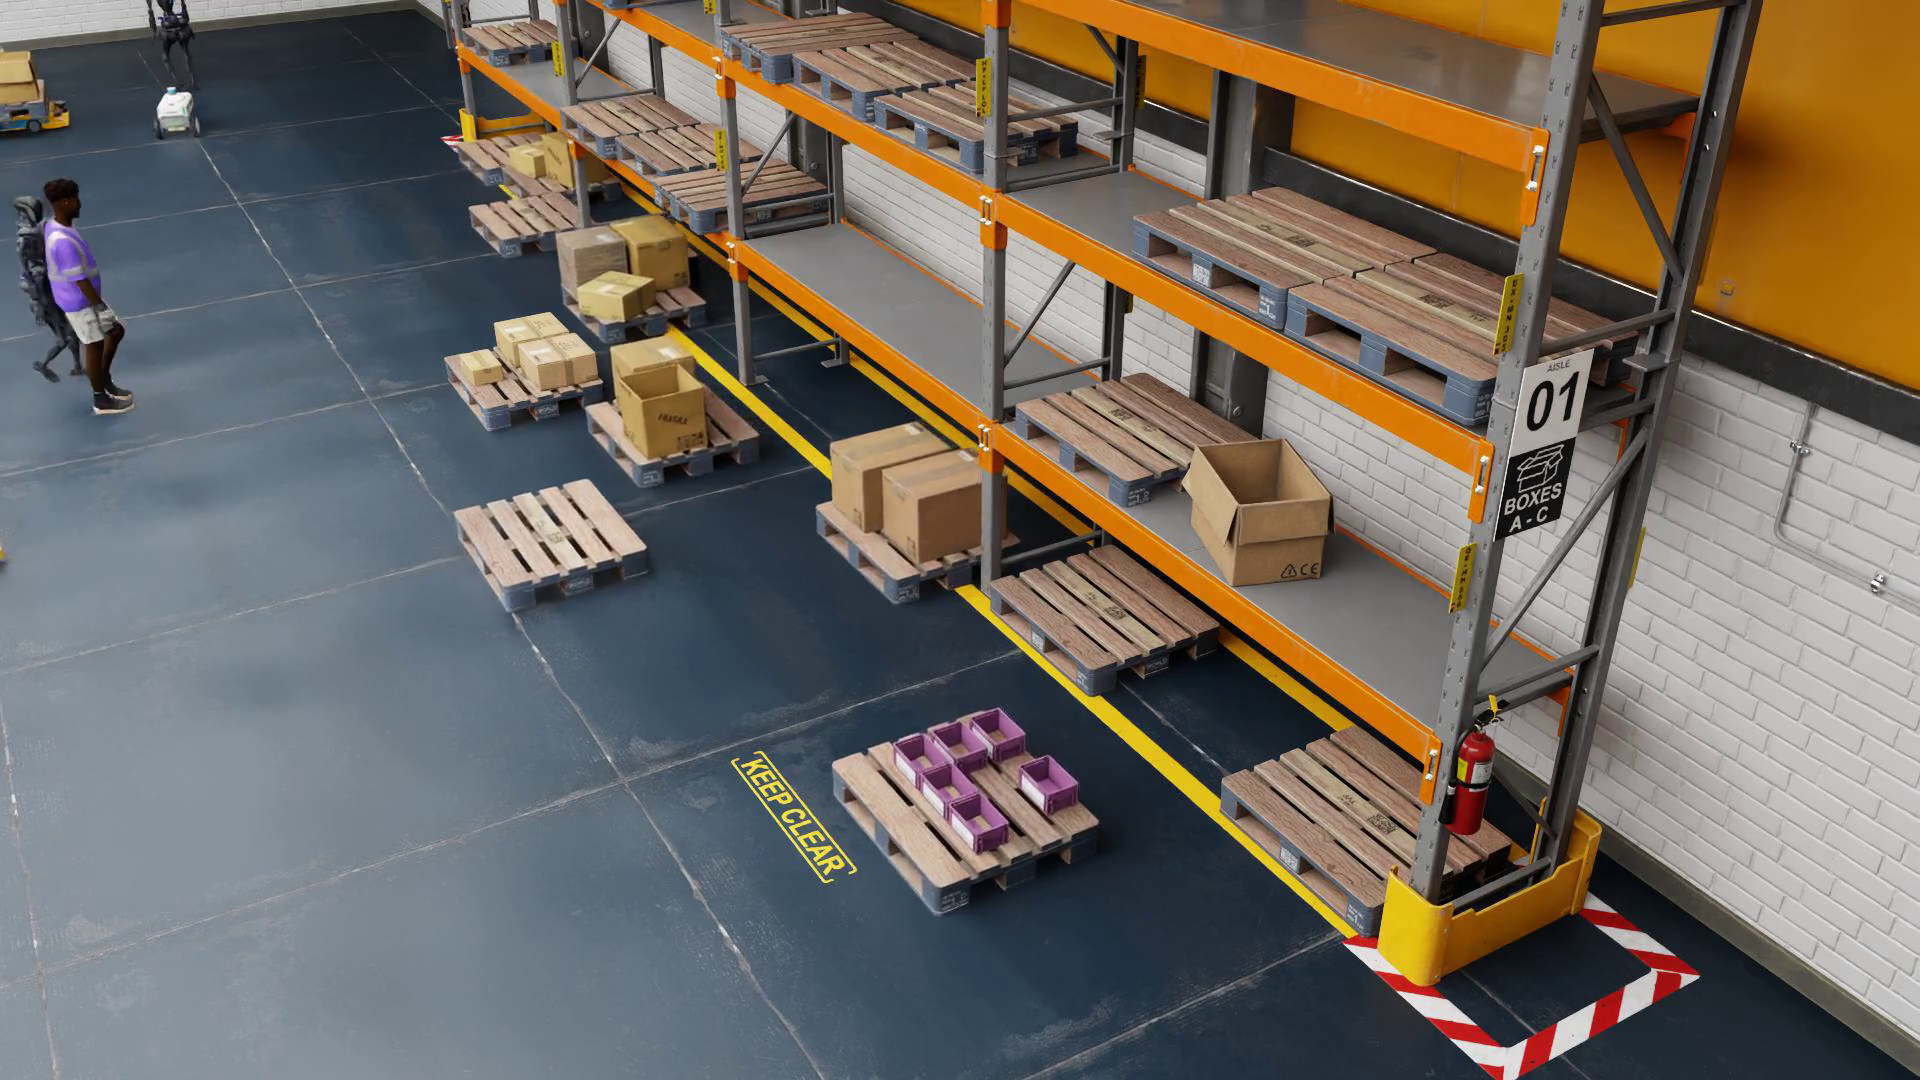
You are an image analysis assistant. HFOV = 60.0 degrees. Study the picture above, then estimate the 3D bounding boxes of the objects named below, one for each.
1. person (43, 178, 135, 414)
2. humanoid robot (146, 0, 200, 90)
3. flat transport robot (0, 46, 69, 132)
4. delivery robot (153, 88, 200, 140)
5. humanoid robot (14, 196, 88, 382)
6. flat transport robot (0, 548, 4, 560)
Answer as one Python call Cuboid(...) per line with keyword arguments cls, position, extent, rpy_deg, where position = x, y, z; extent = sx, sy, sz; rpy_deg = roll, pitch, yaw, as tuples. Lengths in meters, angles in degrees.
Cuboid(cls="person", position=(-6.984, -1.946, 13.351), extent=(0.495, 1.952, 0.615), rpy_deg=(-10, 31, -17))
Cuboid(cls="humanoid robot", position=(-10.588, -6.886, 22.360), extent=(0.372, 1.640, 0.598), rpy_deg=(19, 35, 30))
Cuboid(cls="flat transport robot", position=(-12.045, -5.295, 20.980), extent=(1.431, 0.231, 0.659), rpy_deg=(-13, 32, -22))
Cuboid(cls="delivery robot", position=(-9.777, -5.320, 20.751), extent=(0.499, 0.612, 0.796), rpy_deg=(-8, 30, -13))
Cuboid(cls="humanoid robot", position=(-7.679, -2.104, 13.922), extent=(0.457, 1.640, 0.624), rpy_deg=(-1, 30, -1))
Cuboid(cls="flat transport robot", position=(-7.399, 0.169, 11.332), extent=(1.431, 0.231, 0.659), rpy_deg=(4, 30, 6))
